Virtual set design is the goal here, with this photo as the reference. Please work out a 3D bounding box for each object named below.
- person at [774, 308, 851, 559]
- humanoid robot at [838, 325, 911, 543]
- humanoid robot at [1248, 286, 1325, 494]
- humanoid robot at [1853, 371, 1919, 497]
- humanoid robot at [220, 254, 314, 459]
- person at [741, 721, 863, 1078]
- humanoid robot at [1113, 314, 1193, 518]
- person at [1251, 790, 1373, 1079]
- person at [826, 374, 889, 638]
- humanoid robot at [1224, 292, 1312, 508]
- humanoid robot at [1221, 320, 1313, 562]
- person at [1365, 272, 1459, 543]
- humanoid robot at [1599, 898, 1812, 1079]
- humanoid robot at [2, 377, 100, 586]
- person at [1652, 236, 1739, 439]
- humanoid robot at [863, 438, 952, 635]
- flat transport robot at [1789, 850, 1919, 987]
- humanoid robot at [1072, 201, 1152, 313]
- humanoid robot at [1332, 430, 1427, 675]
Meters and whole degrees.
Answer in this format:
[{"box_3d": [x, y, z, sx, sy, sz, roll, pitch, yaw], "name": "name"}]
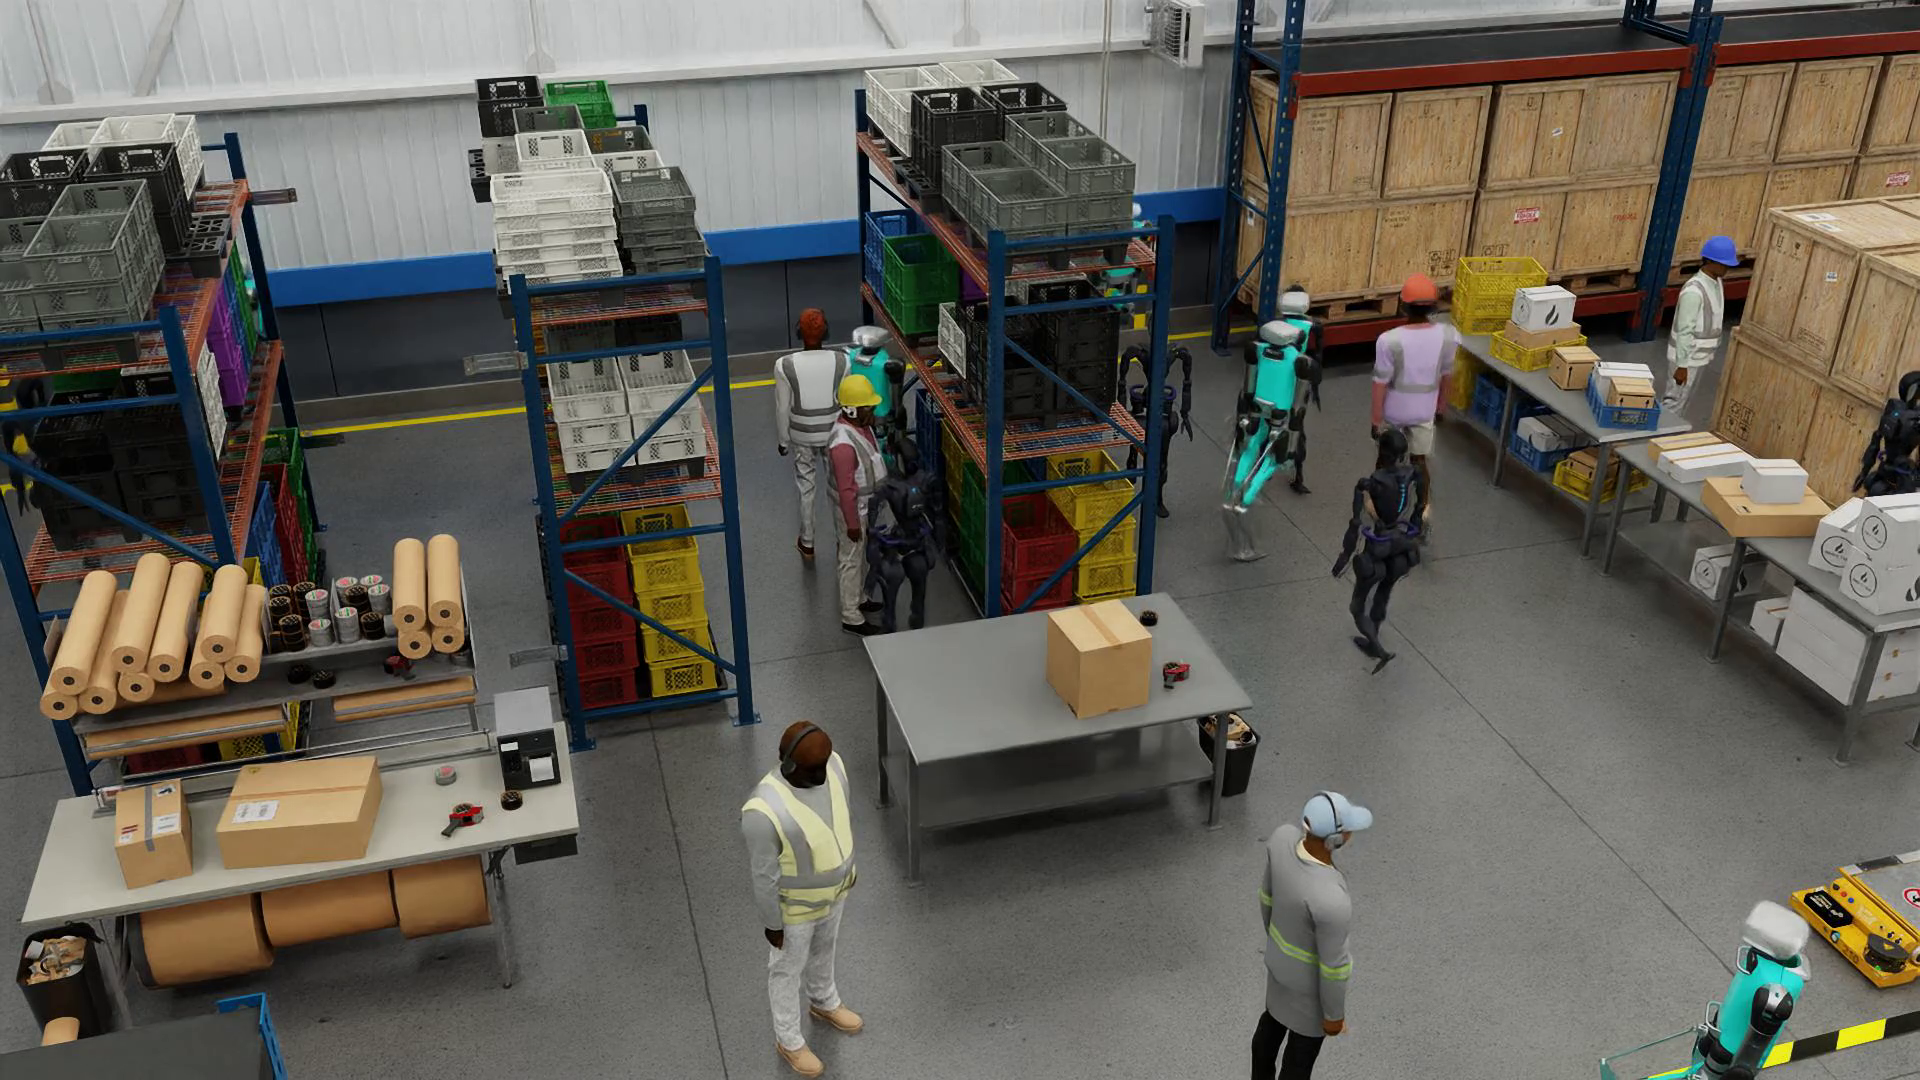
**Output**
[{"box_3d": [-1.013, -0.745, 11.840, 0.582, 1.881, 0.338, -6, 29, -10], "name": "person"}, {"box_3d": [-0.518, -0.779, 12.003, 0.537, 1.744, 0.656, 16, 33, 26], "name": "humanoid robot"}, {"box_3d": [2.519, -1.150, 12.812, 0.585, 1.631, 0.698, -4, 29, -7], "name": "humanoid robot"}, {"box_3d": [6.435, -0.400, 11.437, 0.413, 1.637, 0.586, -2, 29, -4], "name": "humanoid robot"}, {"box_3d": [-5.763, -1.364, 13.120, 1.023, 1.733, 0.552, -17, 33, -29], "name": "humanoid robot"}, {"box_3d": [-0.686, 1.608, 7.609, 0.430, 1.837, 0.621, 18, 33, 29], "name": "person"}, {"box_3d": [1.443, -0.935, 12.384, 0.599, 1.657, 0.315, 0, 29, 0], "name": "humanoid robot"}, {"box_3d": [1.508, 1.840, 7.169, 0.384, 1.850, 0.596, -9, 30, -16], "name": "person"}, {"box_3d": [-0.669, -0.240, 10.972, 0.404, 1.834, 0.588, 3, 29, 5], "name": "person"}, {"box_3d": [2.215, -0.976, 12.487, 0.688, 1.866, 0.546, 4, 29, 7], "name": "humanoid robot"}, {"box_3d": [2.069, -0.633, 11.788, 0.539, 1.777, 0.719, 24, 37, 37], "name": "humanoid robot"}, {"box_3d": [3.258, -0.937, 12.055, 0.608, 2.022, 0.828, 0, 29, -1], "name": "person"}, {"box_3d": [2.859, 2.101, 6.678, 0.735, 1.673, 0.533, 13, 31, 22], "name": "humanoid robot"}, {"box_3d": [-6.164, -0.340, 11.343, 0.610, 1.627, 0.744, -4, 29, -8], "name": "humanoid robot"}, {"box_3d": [5.753, -1.459, 13.075, 0.386, 1.944, 0.614, 20, 35, 32], "name": "person"}, {"box_3d": [-0.349, 0.097, 10.518, 0.616, 1.654, 0.345, -17, 33, -28], "name": "humanoid robot"}, {"box_3d": [5.163, 1.916, 8.676, 1.431, 0.231, 0.659, -8, 30, -14], "name": "flat transport robot"}, {"box_3d": [1.235, -2.149, 14.581, 0.539, 1.800, 0.811, -18, 34, -30], "name": "humanoid robot"}, {"box_3d": [2.733, 0.086, 10.550, 0.600, 1.636, 0.571, -10, 30, -18], "name": "humanoid robot"}]
